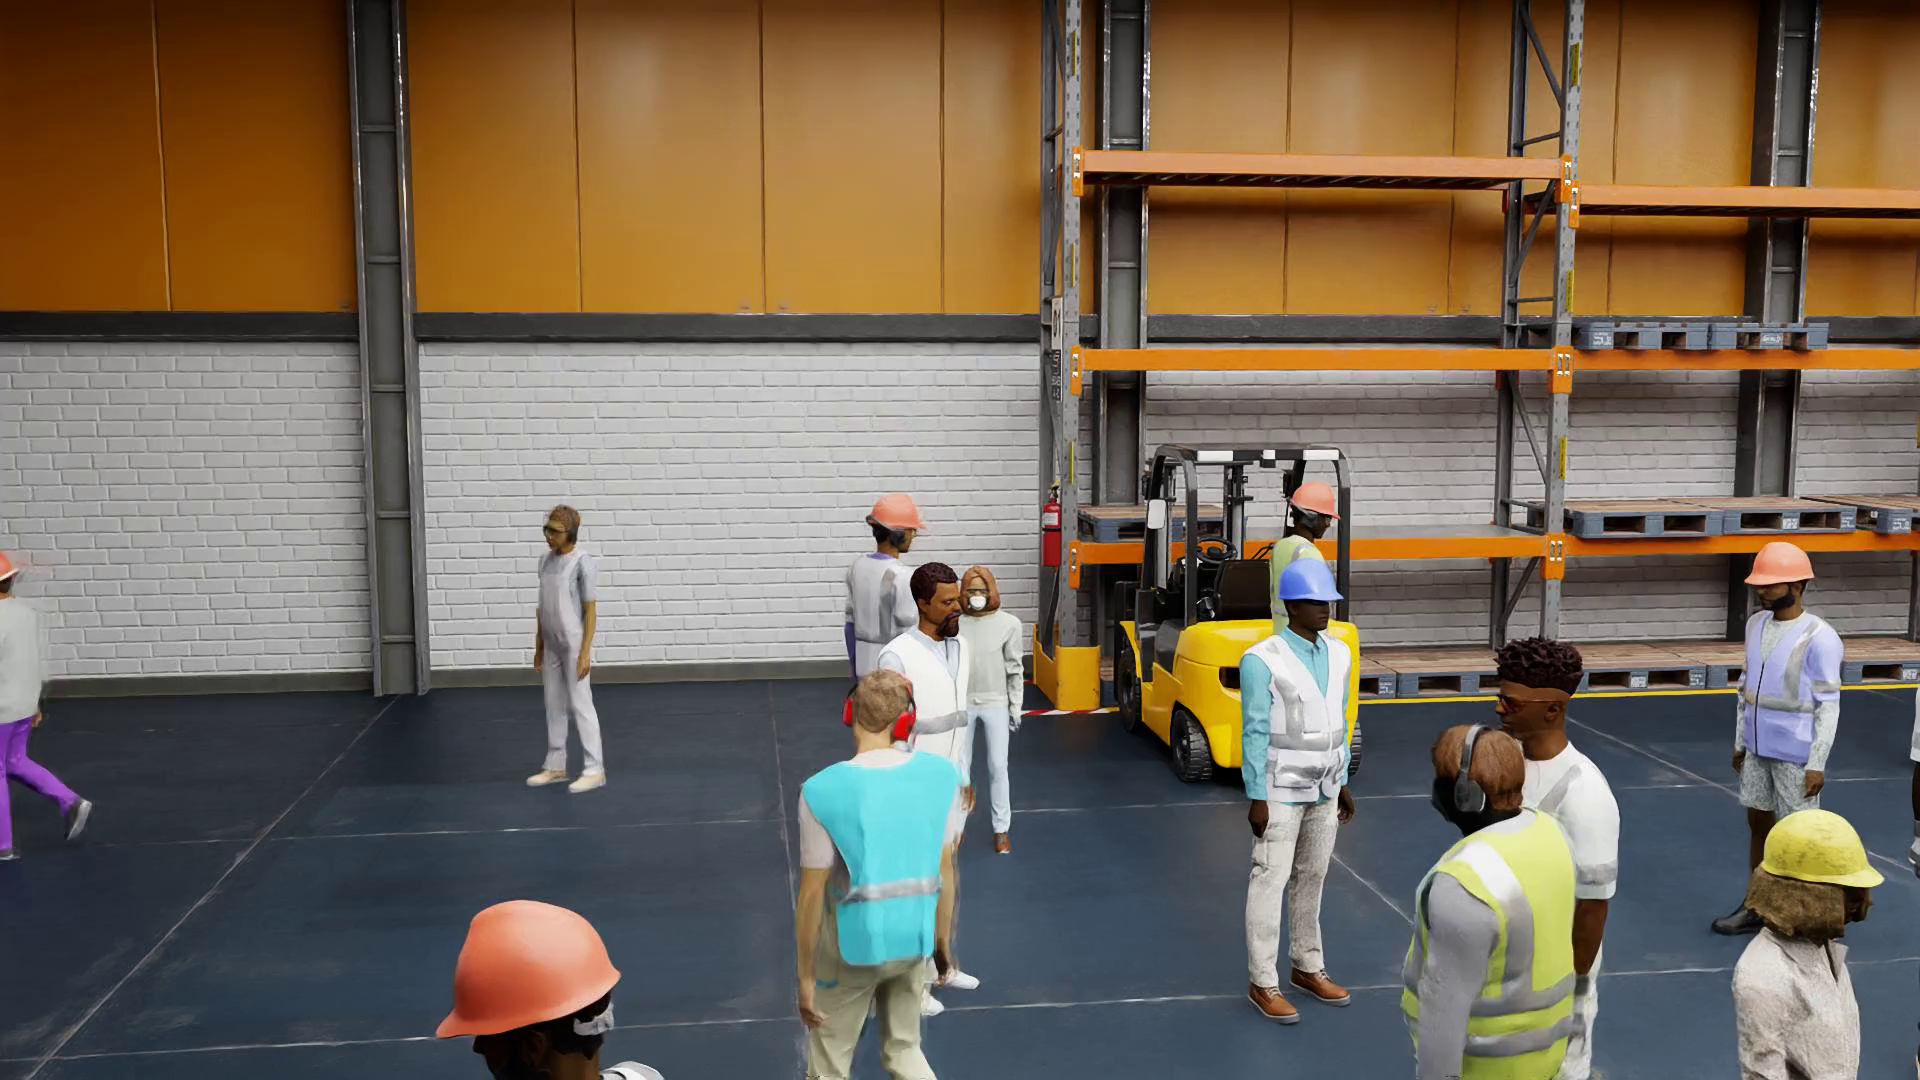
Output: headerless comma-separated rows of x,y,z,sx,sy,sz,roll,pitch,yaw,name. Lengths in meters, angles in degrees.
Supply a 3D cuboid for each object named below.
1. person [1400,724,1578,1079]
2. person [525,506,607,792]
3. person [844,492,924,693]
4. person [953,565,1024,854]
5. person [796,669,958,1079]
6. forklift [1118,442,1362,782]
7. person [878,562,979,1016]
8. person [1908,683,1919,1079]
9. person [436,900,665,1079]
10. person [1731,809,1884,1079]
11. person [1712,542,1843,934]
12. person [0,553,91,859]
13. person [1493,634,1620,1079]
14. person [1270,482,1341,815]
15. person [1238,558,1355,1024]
1.403,1.395,4.488,0.438,1.830,0.637,6,9,41,person
-2.532,0.694,10.669,0.554,1.831,0.387,5,8,37,person
-0.379,0.753,9.226,0.396,2.038,0.615,-5,8,-38,person
0.106,0.948,9.335,0.505,1.627,0.277,1,7,5,person
-0.229,1.323,5.247,0.608,1.812,0.629,-4,8,-31,person
1.912,0.418,11.496,1.214,2.155,2.313,-1,7,-8,forklift
-0.144,1.045,7.200,0.392,1.920,0.587,4,8,30,person
3.940,1.120,6.336,0.605,1.966,0.367,1,7,8,person
-0.667,1.543,2.795,0.367,1.930,0.542,1,7,8,person
1.999,1.498,3.989,0.301,1.745,0.483,6,9,42,person
3.827,0.968,7.808,0.378,1.932,0.551,-2,7,-16,person
-5.223,0.909,9.200,0.551,1.736,0.570,0,7,-2,person
1.759,1.262,5.095,0.365,1.965,0.608,-1,7,-7,person
2.085,0.664,10.045,0.390,2.034,0.605,-1,7,-12,person
1.440,1.043,7.078,0.605,1.951,0.384,-5,8,-35,person
